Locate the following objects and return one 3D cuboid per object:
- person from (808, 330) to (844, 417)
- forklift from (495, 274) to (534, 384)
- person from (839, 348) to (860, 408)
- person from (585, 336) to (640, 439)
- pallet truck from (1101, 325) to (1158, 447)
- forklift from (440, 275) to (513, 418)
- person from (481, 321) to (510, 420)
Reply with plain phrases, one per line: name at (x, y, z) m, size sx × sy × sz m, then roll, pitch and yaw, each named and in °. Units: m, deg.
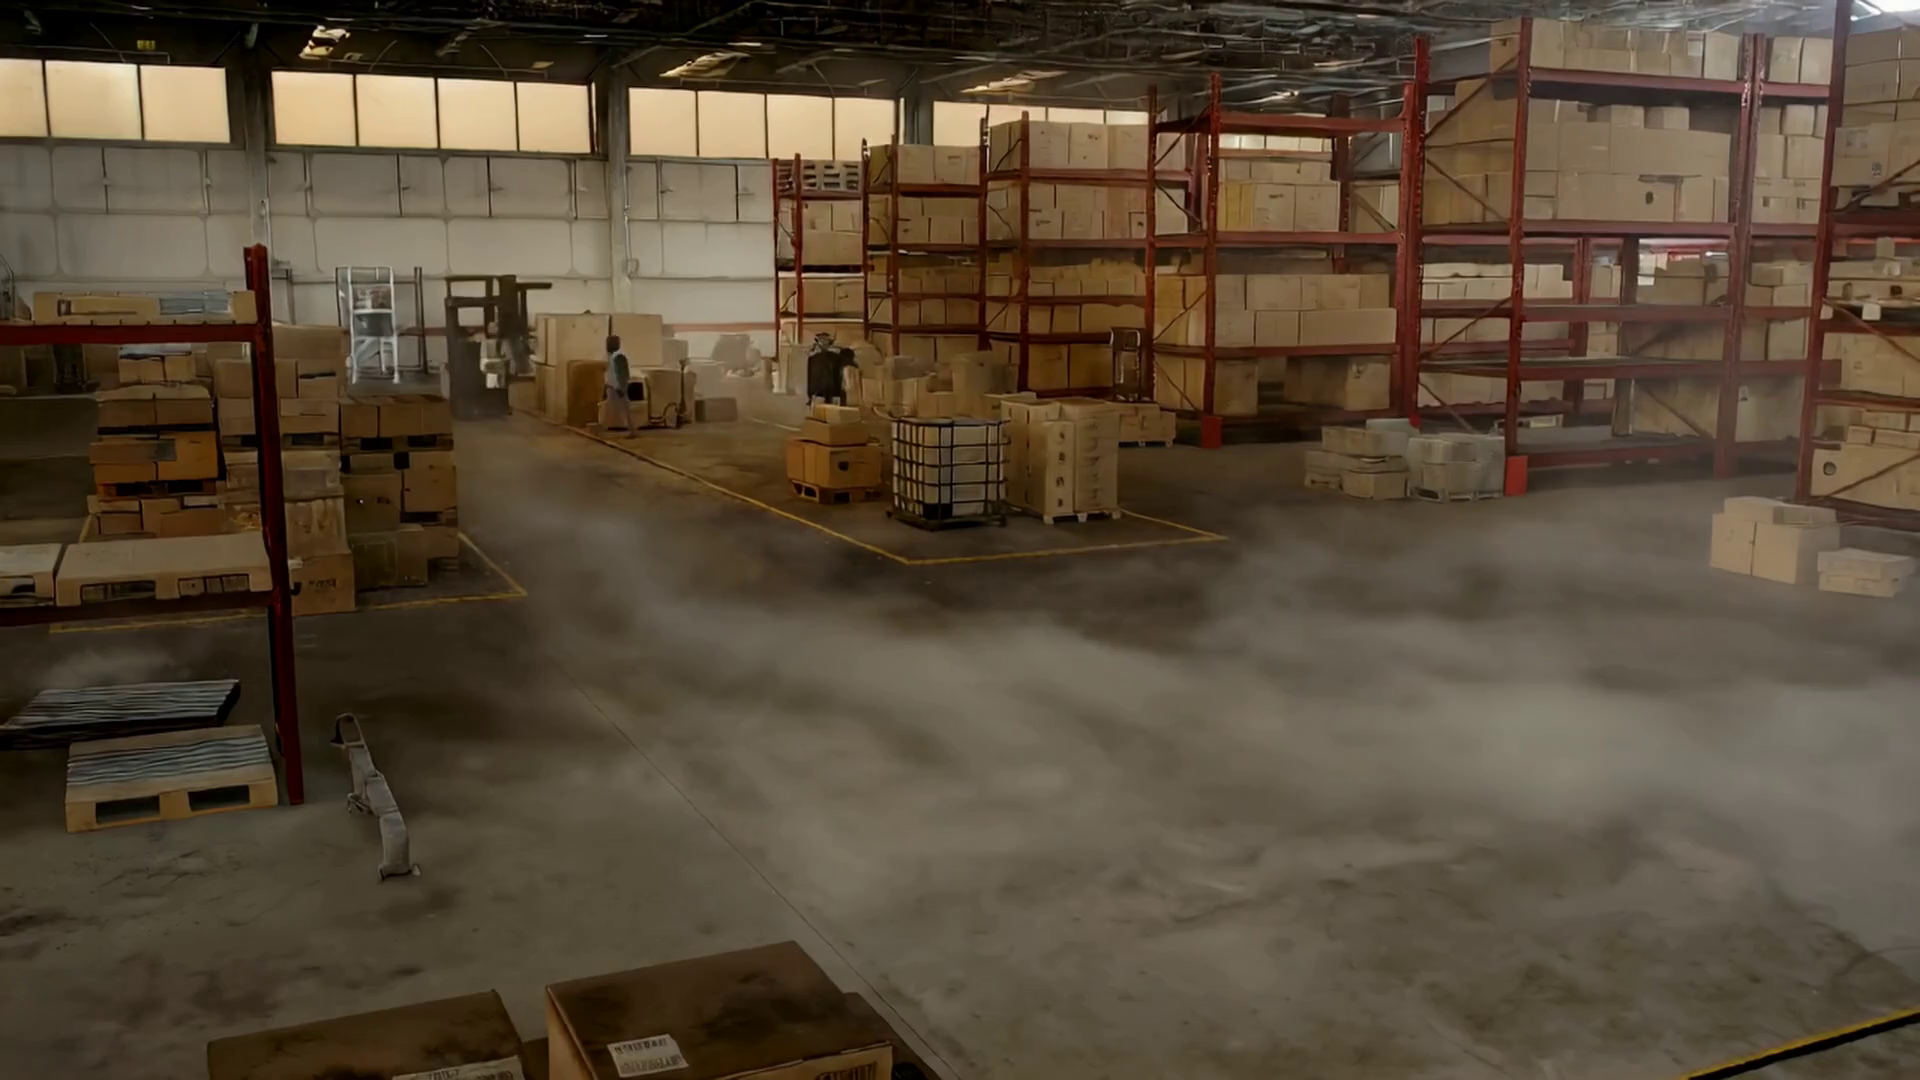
person at (-2.087, -2.253, 25.804) m, size 0.612 × 1.995 × 0.382 m, roll -5°, pitch 11°, yaw -30°
forklift at (-11.493, -5.358, 42.331) m, size 1.873 × 2.768 × 1.129 m, roll -4°, pitch 10°, yaw -25°
person at (-1.760, -2.162, 26.161) m, size 0.317 × 1.695 × 0.540 m, roll 4°, pitch 10°, yaw 23°
person at (-6.028, -2.640, 28.860) m, size 0.959 × 1.784 × 0.634 m, roll -3°, pitch 10°, yaw -16°
pallet truck at (2.881, -2.596, 27.923) m, size 0.823 × 1.965 × 1.885 m, roll -1°, pitch 9°, yaw -7°
forklift at (-9.765, -3.899, 33.278) m, size 1.129 × 2.768 × 1.873 m, roll -4°, pitch 10°, yaw -26°
person at (-9.071, -3.294, 32.447) m, size 0.551 × 1.933 × 0.378 m, roll 0°, pitch 9°, yaw -3°
